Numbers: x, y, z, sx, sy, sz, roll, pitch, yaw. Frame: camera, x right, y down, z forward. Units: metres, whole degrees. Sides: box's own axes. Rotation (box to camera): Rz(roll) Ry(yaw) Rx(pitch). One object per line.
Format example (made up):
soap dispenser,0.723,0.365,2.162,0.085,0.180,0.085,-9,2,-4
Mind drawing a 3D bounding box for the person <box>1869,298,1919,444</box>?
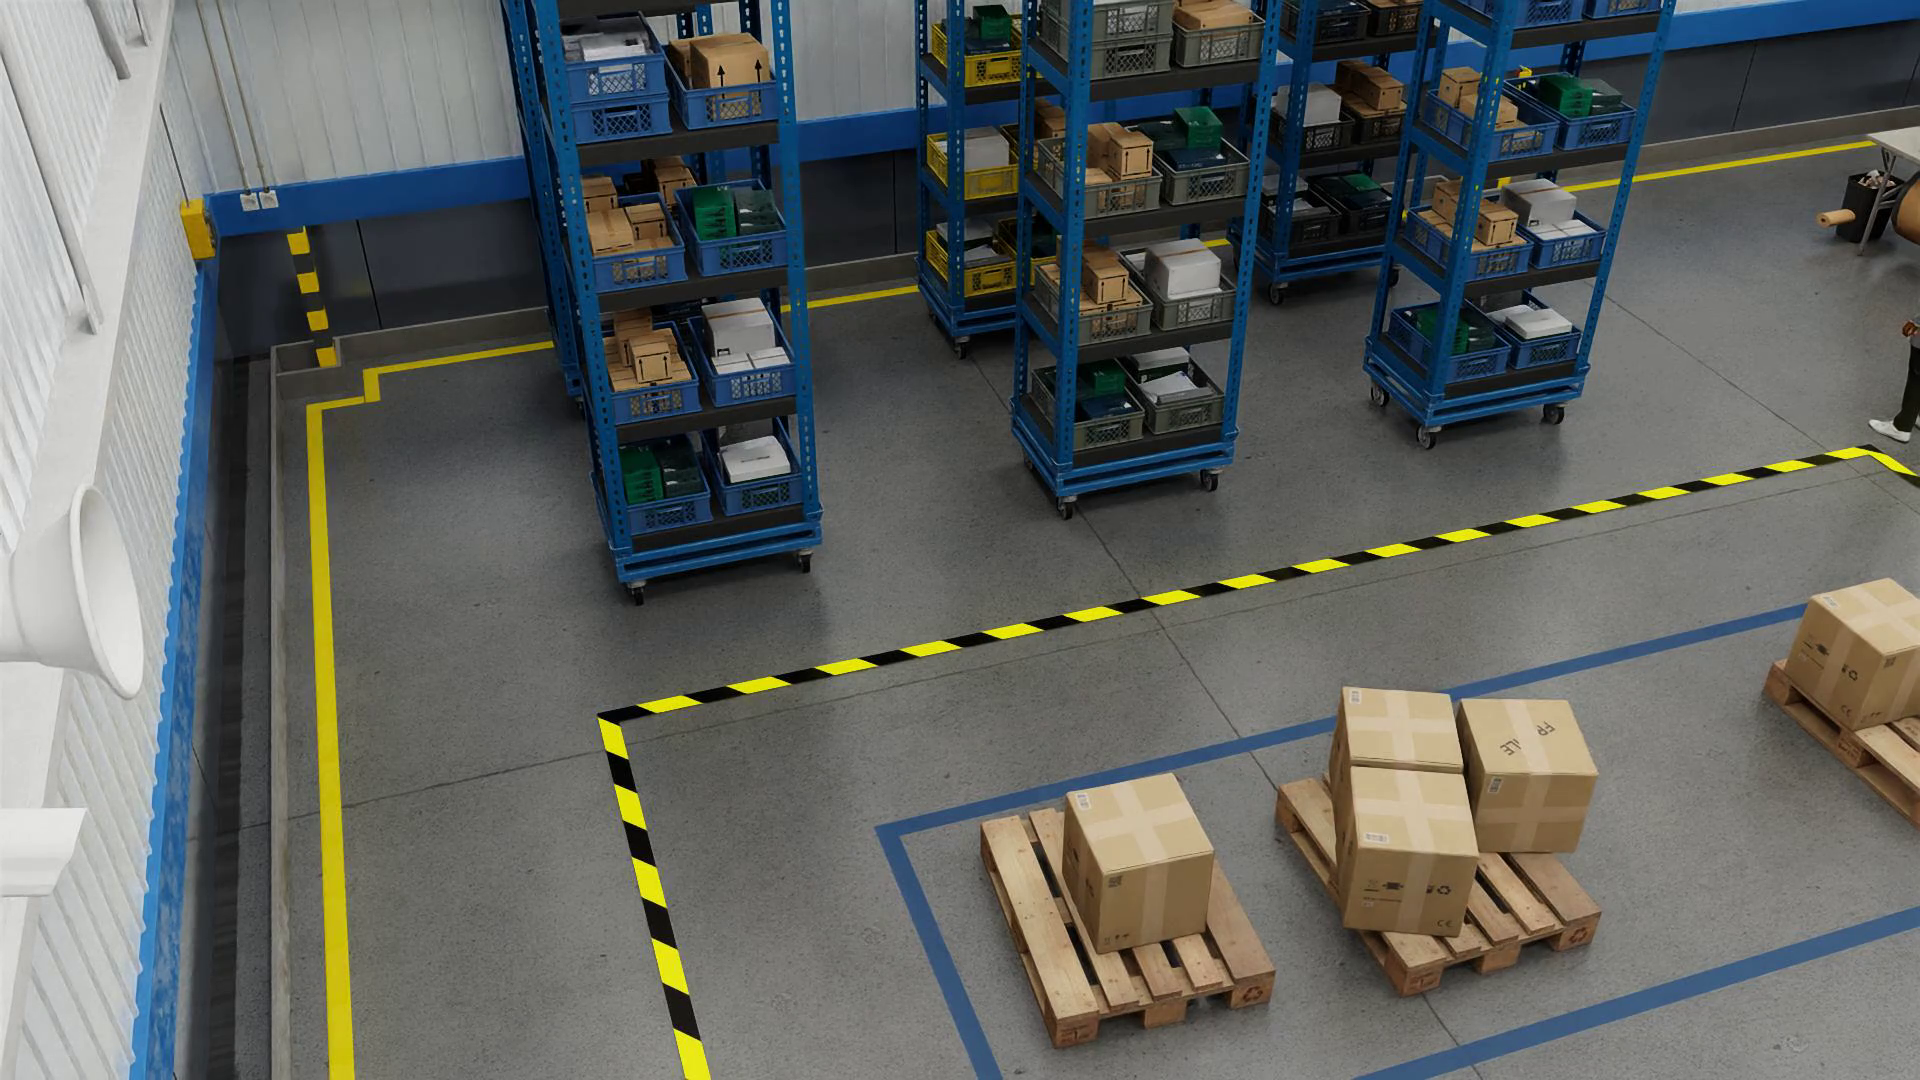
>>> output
person,6.401,-1.500,10.810,0.592,1.849,0.395,-11,37,-15
